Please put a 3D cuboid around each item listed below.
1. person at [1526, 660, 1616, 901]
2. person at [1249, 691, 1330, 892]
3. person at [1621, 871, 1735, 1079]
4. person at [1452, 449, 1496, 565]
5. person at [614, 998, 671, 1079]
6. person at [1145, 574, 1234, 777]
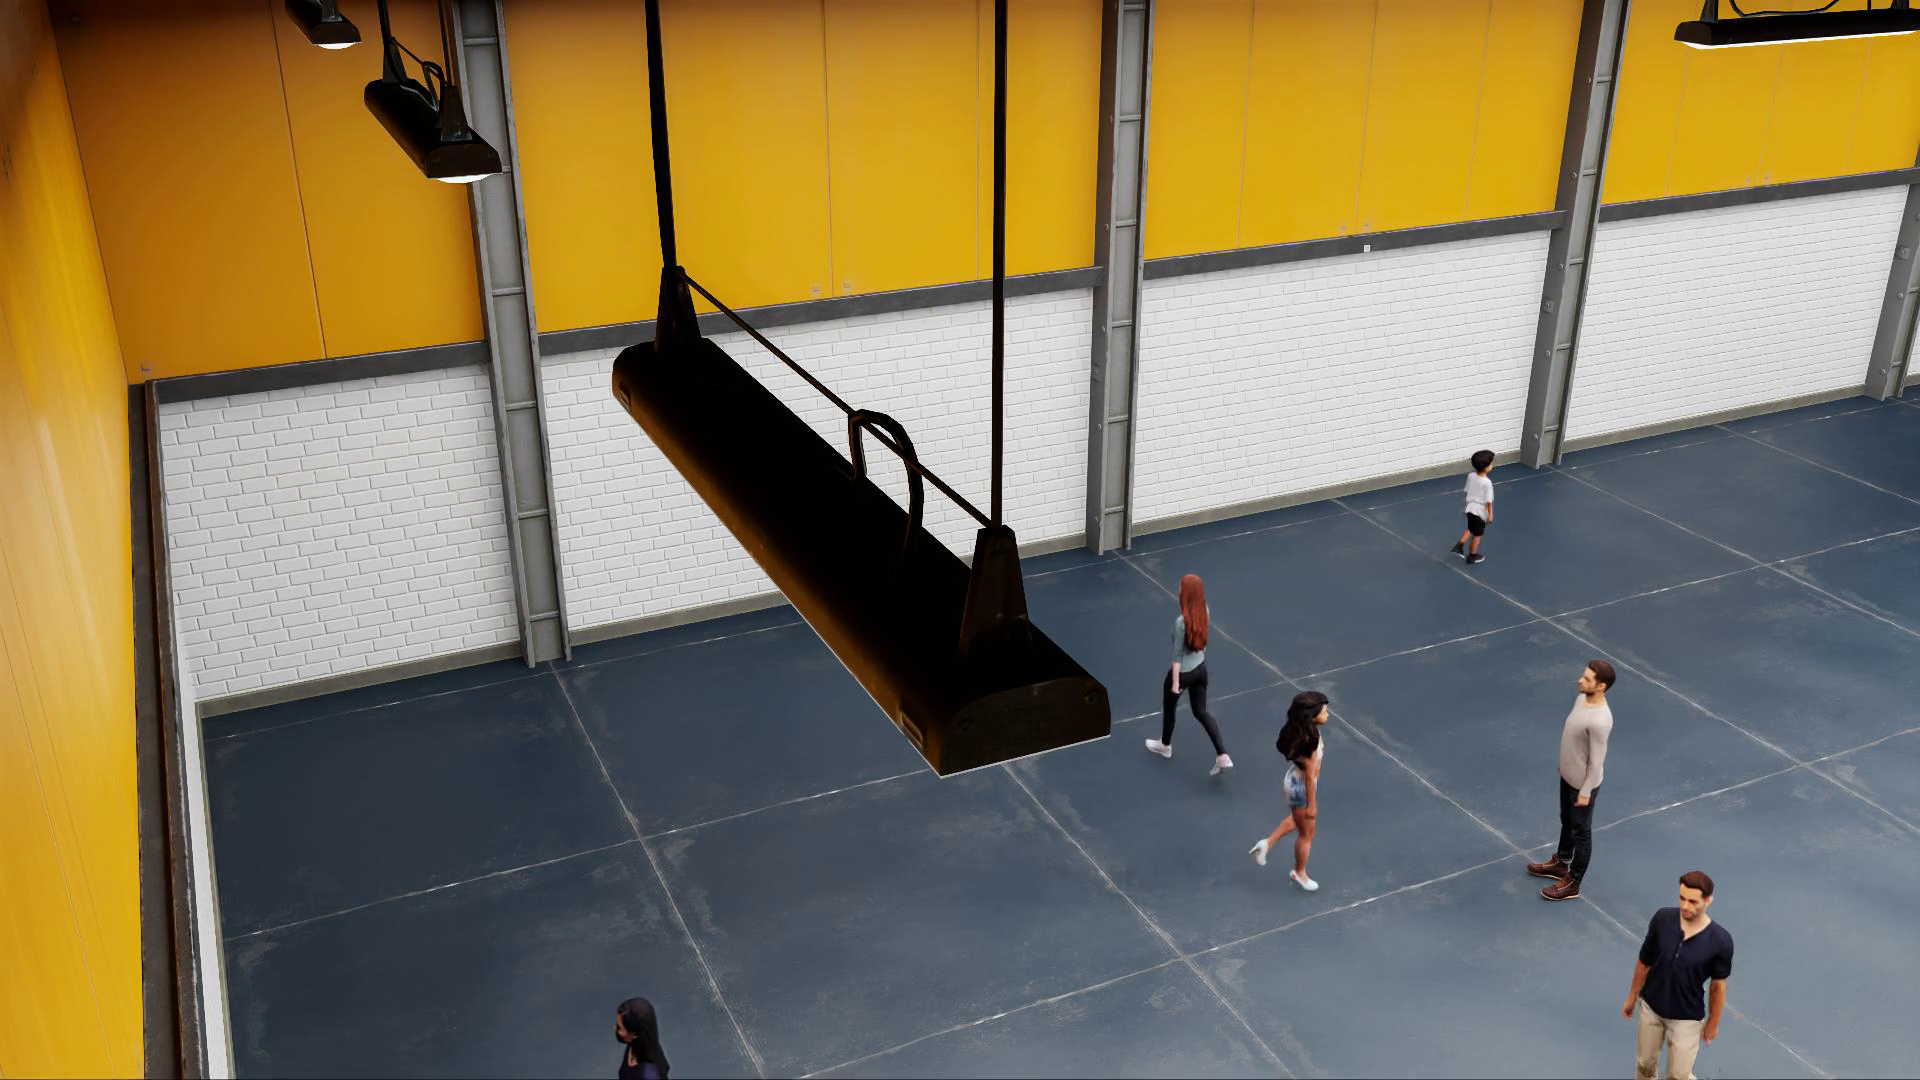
[{"bbox_3d":[4.408,1.683,11.808,0.719,1.870,0.733,0,24,-1],"label":"person"},{"bbox_3d":[2.375,1.793,11.878,0.855,1.614,0.761,2,24,4],"label":"person"},{"bbox_3d":[4.146,2.669,9.592,0.863,1.839,0.774,-21,31,-40],"label":"person"},{"bbox_3d":[5.306,-0.326,17.176,0.587,1.252,0.498,-10,25,-21],"label":"person"},{"bbox_3d":[-1.623,3.109,8.716,0.537,1.734,0.625,-8,25,-18],"label":"person"},{"bbox_3d":[1.888,1.113,13.308,1.135,1.713,0.872,-19,30,-37],"label":"person"}]
